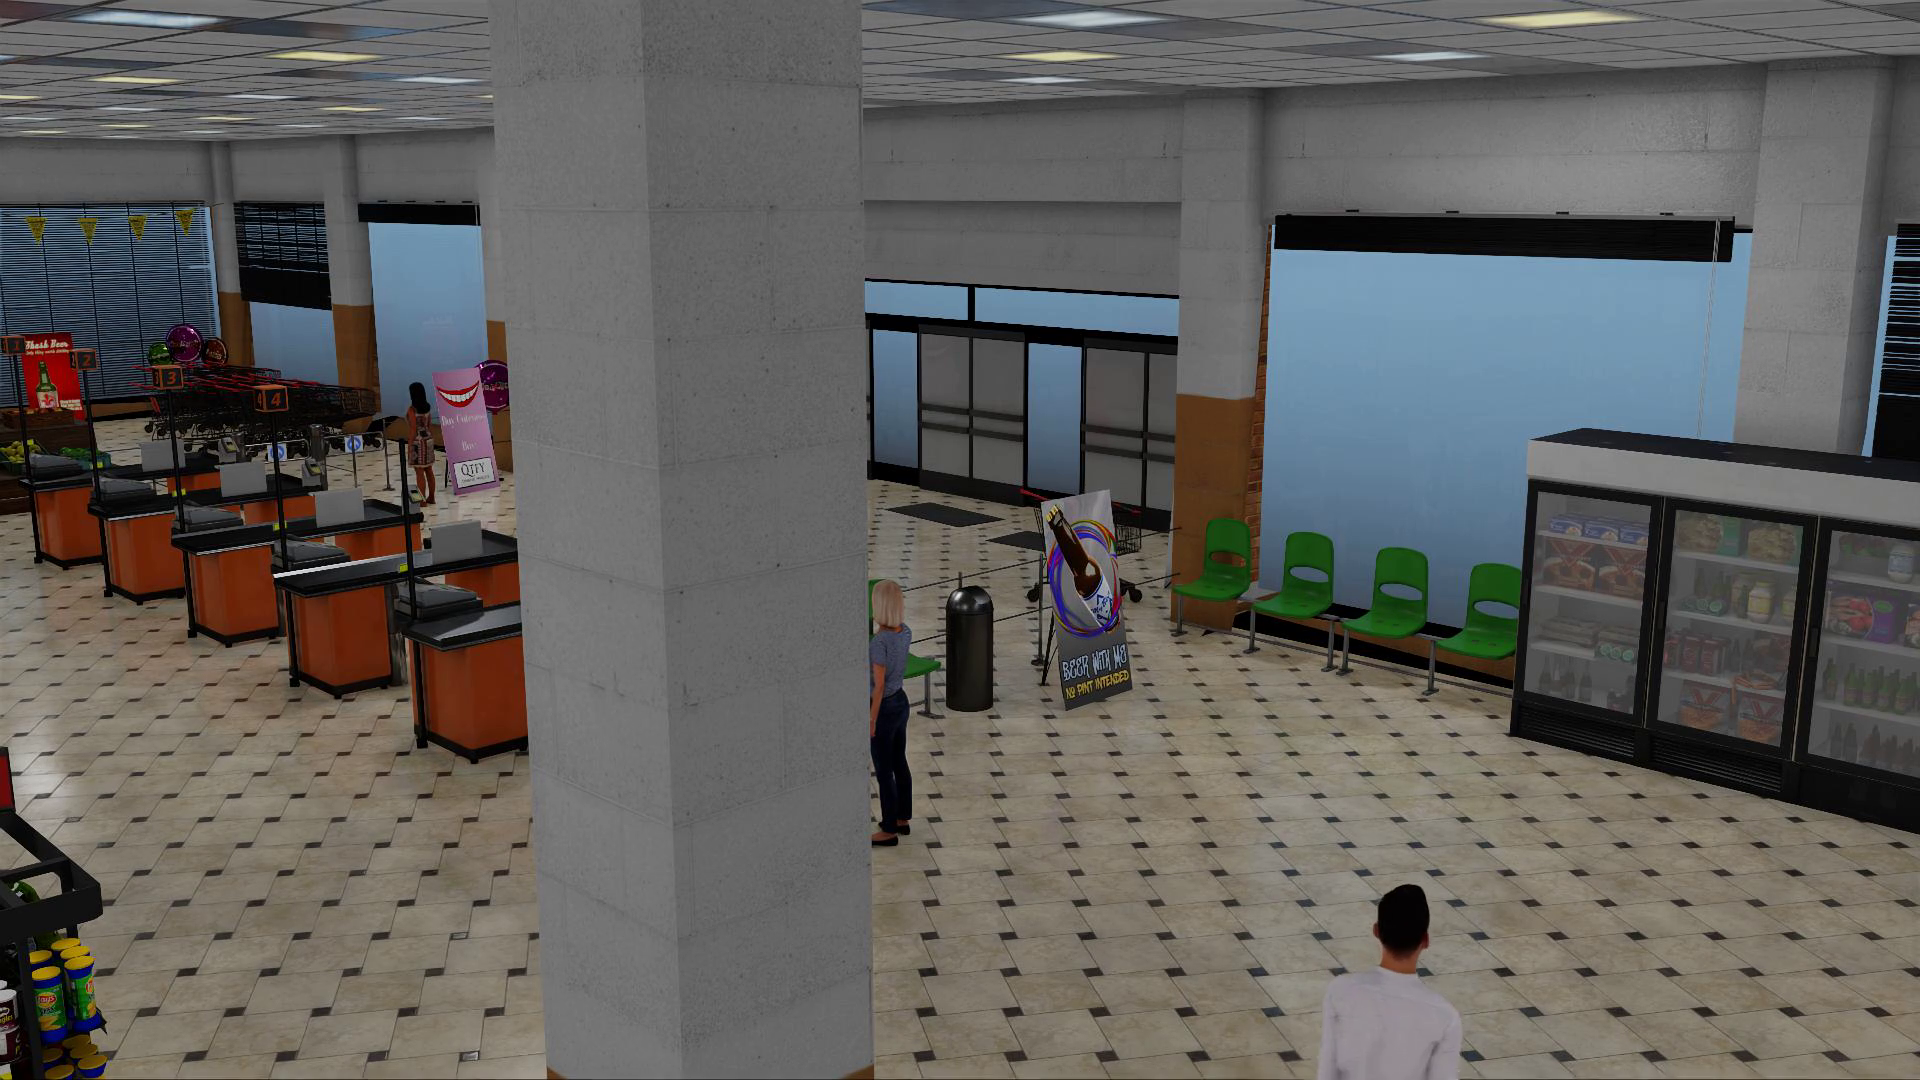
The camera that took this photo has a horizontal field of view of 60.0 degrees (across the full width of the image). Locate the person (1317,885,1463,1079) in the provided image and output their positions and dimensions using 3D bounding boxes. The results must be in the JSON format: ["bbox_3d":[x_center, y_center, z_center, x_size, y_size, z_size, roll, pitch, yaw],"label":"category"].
[{"bbox_3d":[1.387,2.080,5.577,0.777,1.853,0.924,6,13,27],"label":"person"}]

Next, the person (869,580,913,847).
[{"bbox_3d":[-0.455,1.090,10.596,0.714,1.722,0.569,5,13,23],"label":"person"}]

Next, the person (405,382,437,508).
[{"bbox_3d":[-7.134,-1.272,22.000,0.784,1.645,0.641,4,12,17],"label":"person"}]
